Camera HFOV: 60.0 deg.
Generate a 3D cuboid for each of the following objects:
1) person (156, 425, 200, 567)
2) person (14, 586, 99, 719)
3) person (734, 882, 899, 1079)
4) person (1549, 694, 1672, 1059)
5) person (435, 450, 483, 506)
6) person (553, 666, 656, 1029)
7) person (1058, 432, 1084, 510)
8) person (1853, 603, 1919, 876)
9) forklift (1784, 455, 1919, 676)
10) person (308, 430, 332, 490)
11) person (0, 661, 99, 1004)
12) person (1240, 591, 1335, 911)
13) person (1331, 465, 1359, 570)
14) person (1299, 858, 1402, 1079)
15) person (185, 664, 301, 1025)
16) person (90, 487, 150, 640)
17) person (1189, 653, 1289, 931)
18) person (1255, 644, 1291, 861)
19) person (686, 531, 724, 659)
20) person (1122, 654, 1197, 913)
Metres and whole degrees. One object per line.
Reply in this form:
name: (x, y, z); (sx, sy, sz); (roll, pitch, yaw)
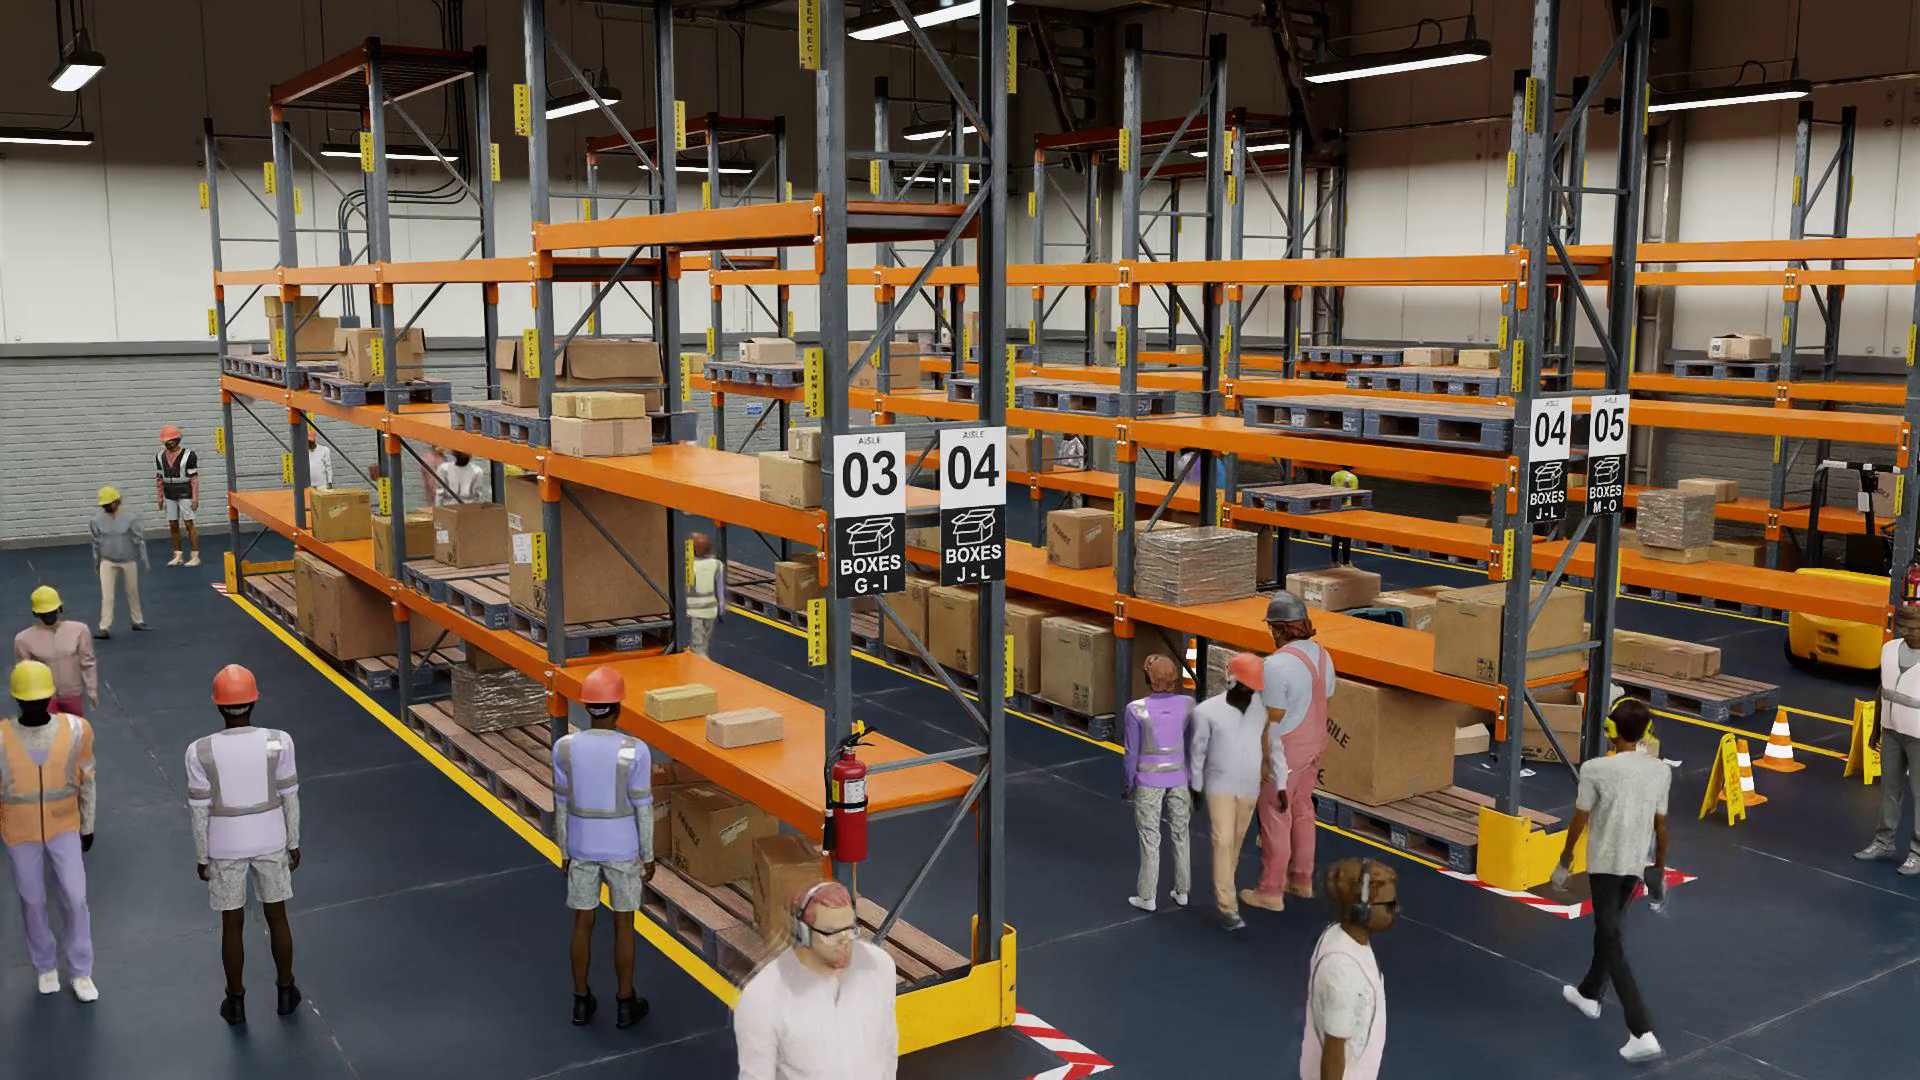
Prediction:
person: (-11.073, -0.617, 23.515); (0.613, 2.031, 0.402); (1, 9, 7)
person: (-6.874, 1.169, 12.629); (0.541, 1.729, 0.639); (-8, 12, -42)
person: (-0.447, 2.117, 5.859); (0.672, 1.854, 1.007); (-5, 10, -30)
person: (3.420, 1.717, 8.643); (0.534, 1.833, 0.944); (-2, 9, -13)
person: (-6.601, -0.369, 21.913); (0.653, 2.013, 0.635); (-3, 9, -18)
person: (-1.883, 1.630, 8.885); (0.540, 1.930, 0.387); (1, 9, 8)
person: (1.792, -1.047, 27.031); (0.403, 1.827, 0.600); (-5, 10, -30)
person: (6.413, 1.326, 11.208); (0.389, 1.838, 0.563); (-3, 9, -21)
forklift: (9.643, 0.253, 17.172); (2.313, 2.155, 1.214); (-6, 10, -33)
person: (-10.338, -0.935, 26.600); (0.574, 1.738, 0.352); (-3, 9, -21)
person: (-5.017, 1.611, 9.098); (0.597, 1.901, 0.743); (-6, 10, -33)
person: (2.057, 1.313, 10.618); (0.535, 2.000, 0.685); (8, 11, 42)
person: (5.353, -0.391, 23.105); (0.318, 1.697, 0.535); (-4, 9, -24)
person: (1.471, 2.076, 6.231); (0.401, 1.832, 0.503); (1, 9, 9)
person: (-3.818, 1.619, 8.906); (0.544, 1.943, 0.347); (-4, 10, -27)
person: (-9.486, 0.244, 18.778); (0.573, 1.745, 0.657); (-3, 9, -19)
person: (1.737, 1.529, 10.324); (0.557, 1.692, 0.869); (-2, 9, -15)
person: (2.218, 1.365, 11.449); (0.319, 1.688, 0.539); (-3, 9, -19)
person: (-2.473, 0.721, 15.959); (0.522, 1.613, 0.719); (-7, 11, -39)
person: (1.261, 1.531, 10.489); (0.515, 1.641, 0.314); (-3, 9, -18)
